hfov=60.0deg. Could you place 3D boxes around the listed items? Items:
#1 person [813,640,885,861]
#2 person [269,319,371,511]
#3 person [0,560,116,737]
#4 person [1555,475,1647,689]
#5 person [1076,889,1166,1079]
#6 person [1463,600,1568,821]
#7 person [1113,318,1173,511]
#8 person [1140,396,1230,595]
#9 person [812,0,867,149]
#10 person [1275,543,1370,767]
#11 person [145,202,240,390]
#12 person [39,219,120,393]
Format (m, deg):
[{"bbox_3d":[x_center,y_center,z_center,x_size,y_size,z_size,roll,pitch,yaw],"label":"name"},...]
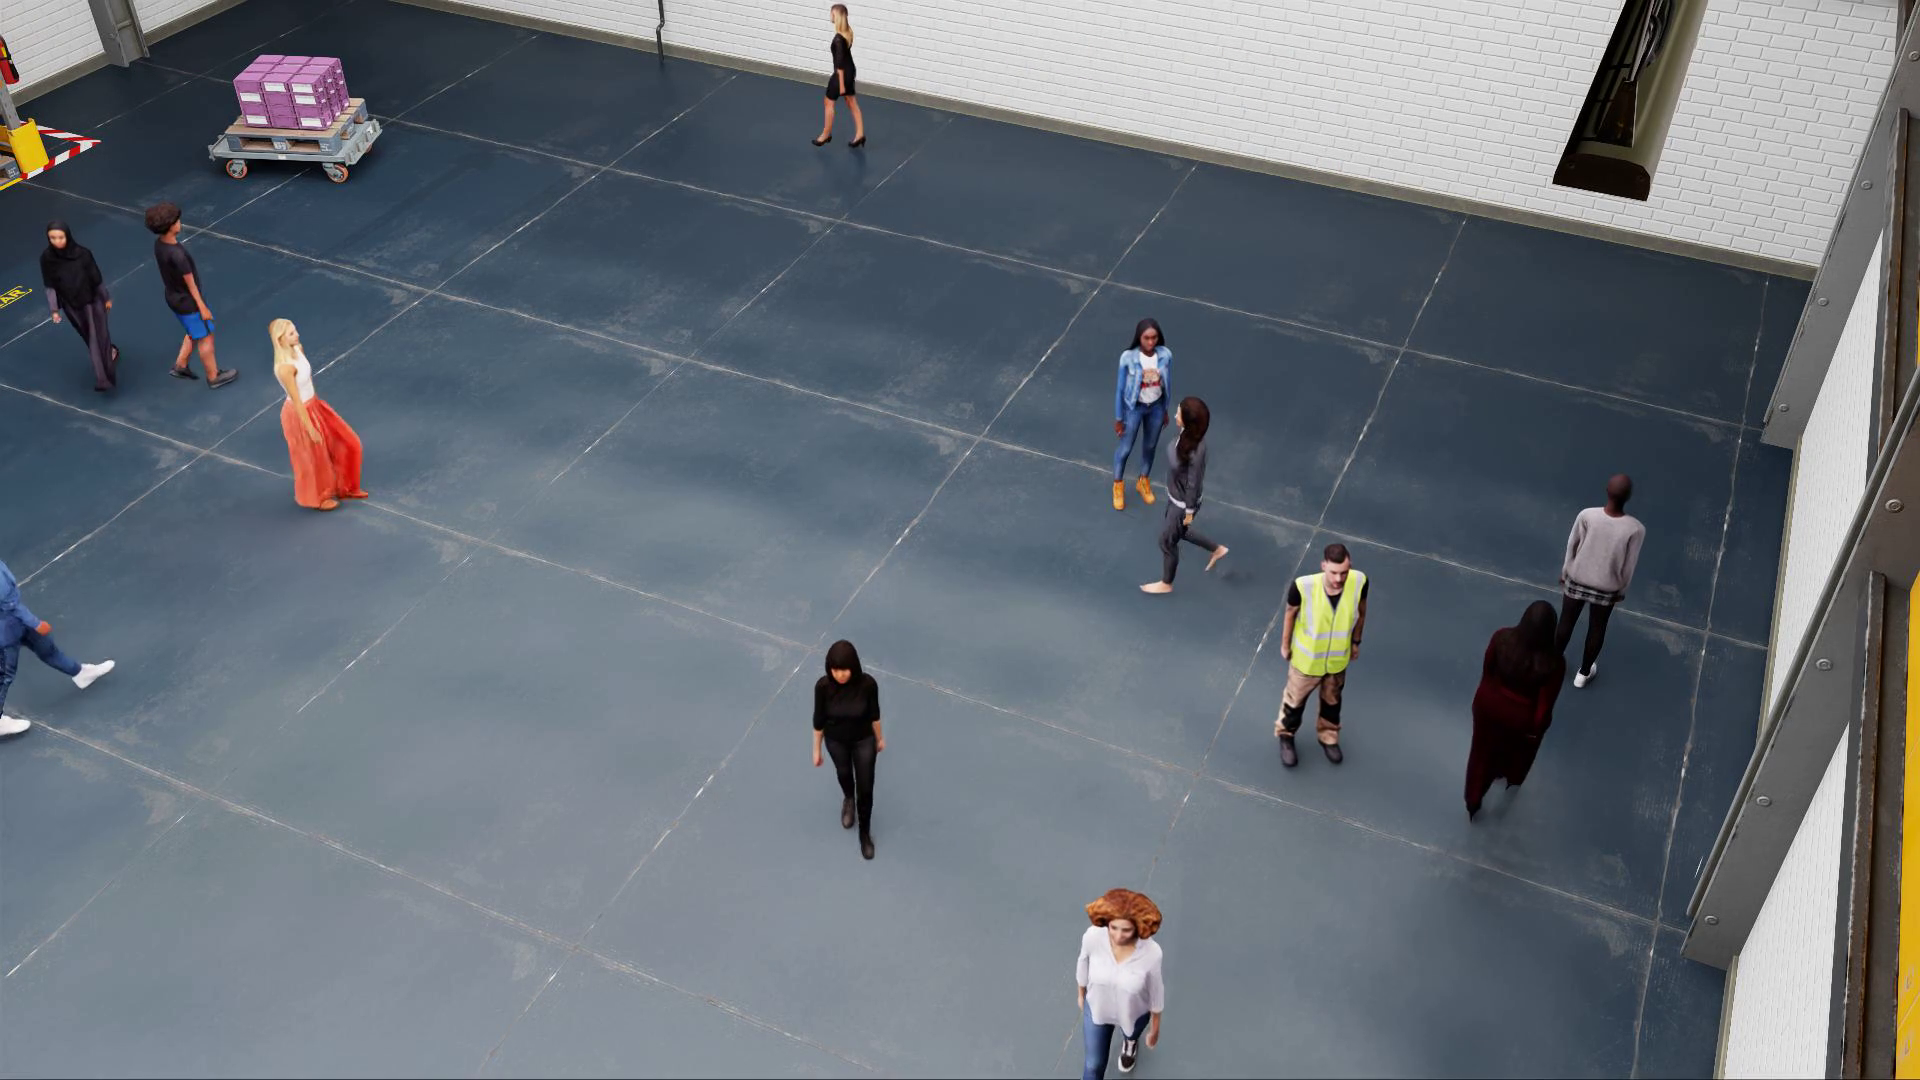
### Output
[{"bbox_3d":[-0.696,1.202,10.554,0.769,1.622,0.875,0,39,0],"label":"person"},{"bbox_3d":[-5.258,-0.962,13.133,0.908,1.786,0.909,0,39,0],"label":"person"},{"bbox_3d":[-6.534,0.588,11.209,1.270,1.764,1.038,-26,45,-28],"label":"person"},{"bbox_3d":[4.415,0.282,11.586,0.616,1.771,0.513,17,42,21],"label":"person"},{"bbox_3d":[0.885,2.437,8.968,0.773,1.673,1.153,10,40,13],"label":"person"},{"bbox_3d":[3.464,1.135,10.550,0.728,1.733,0.855,21,43,25],"label":"person"},{"bbox_3d":[1.450,-1.020,13.265,0.689,1.712,0.727,-9,39,-11],"label":"person"},{"bbox_3d":[1.742,-0.325,12.362,0.951,1.753,0.976,-4,39,-4],"label":"person"},{"bbox_3d":[-1.210,-5.094,18.412,0.715,1.654,0.808,9,39,11],"label":"person"},{"bbox_3d":[2.389,0.729,10.972,0.841,1.841,0.880,-4,39,-5],"label":"person"},{"bbox_3d":[-6.837,-2.062,14.513,0.888,1.782,0.769,-31,48,-33],"label":"person"},{"bbox_3d":[-7.783,-2.158,14.777,1.048,1.603,1.209,-6,39,-7],"label":"person"}]
